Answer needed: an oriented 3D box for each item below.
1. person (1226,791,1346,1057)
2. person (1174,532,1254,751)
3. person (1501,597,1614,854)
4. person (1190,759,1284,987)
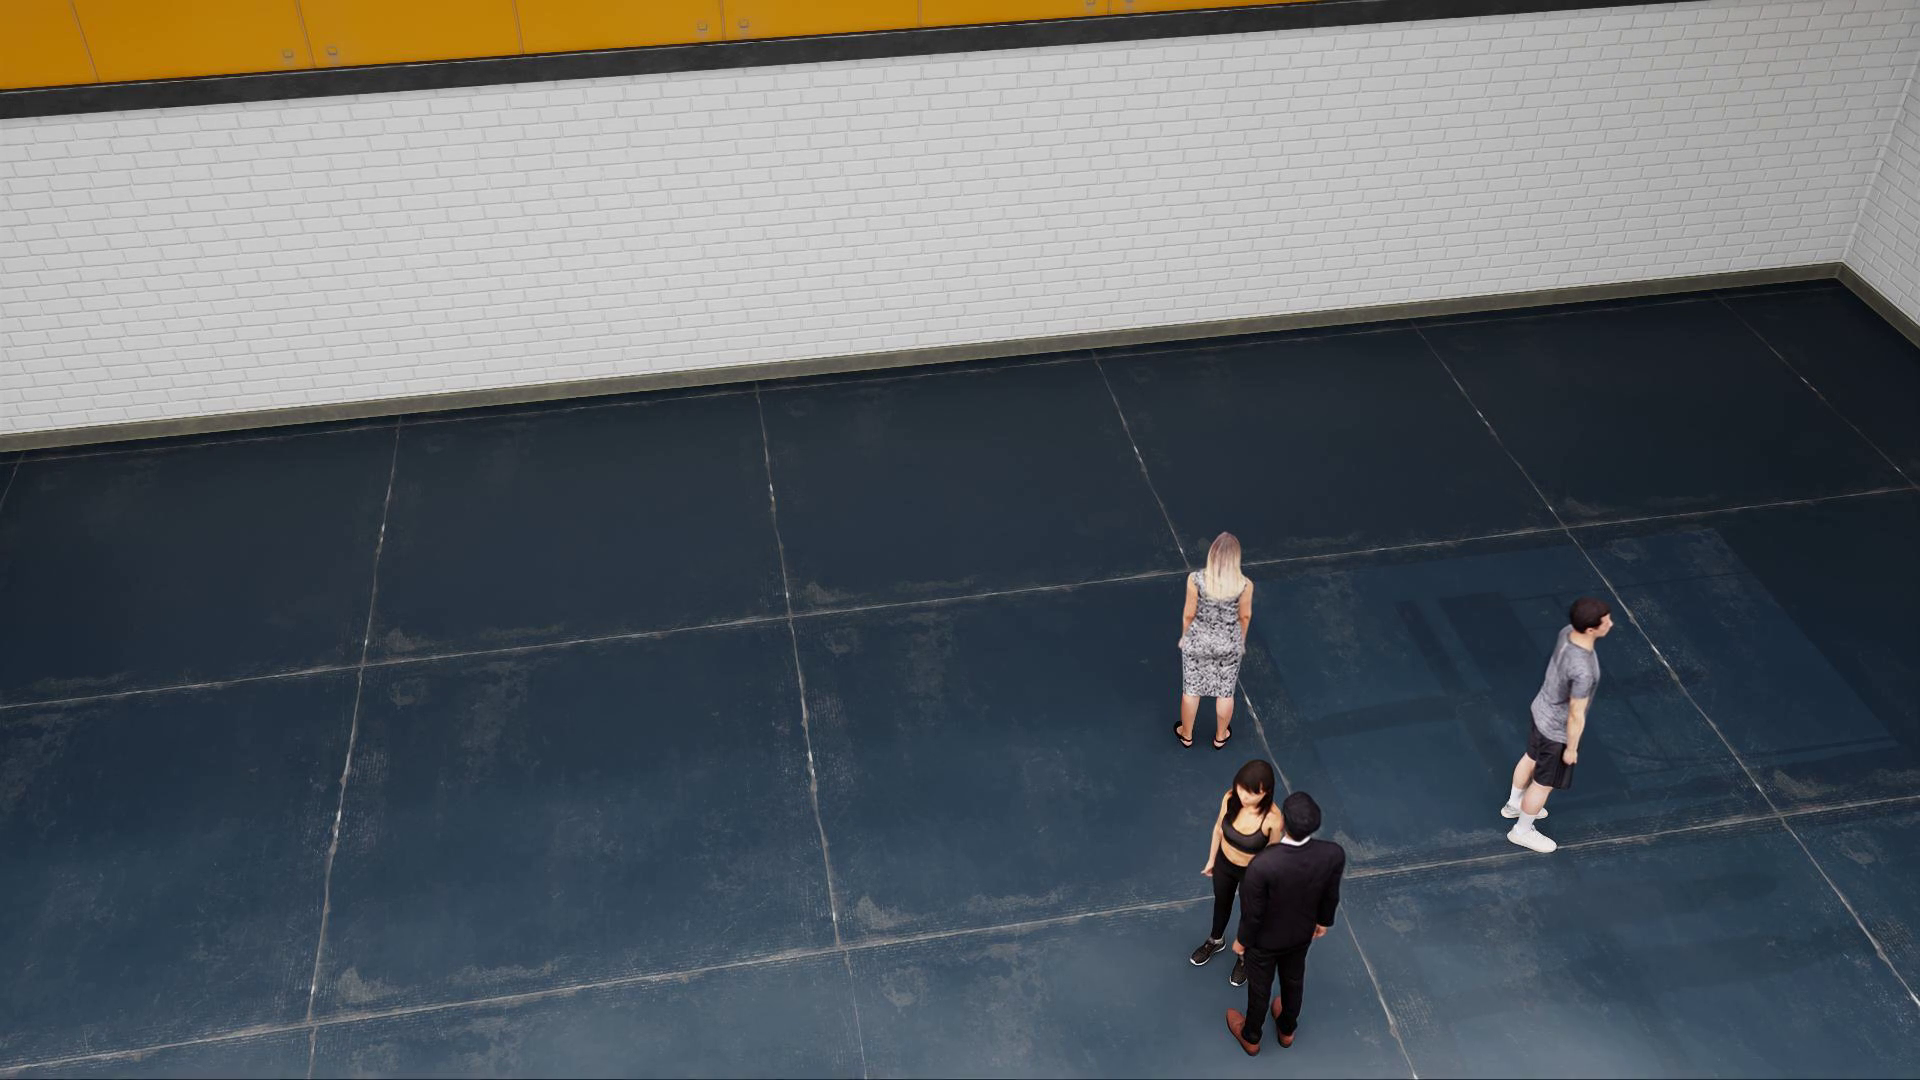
[{"bbox_3d":[1.679,2.023,8.696,0.720,1.882,0.570,-10,40,-12],"label":"person"},{"bbox_3d":[1.599,0.661,10.544,0.632,1.703,0.593,5,39,7],"label":"person"},{"bbox_3d":[3.549,1.065,9.904,0.774,1.871,0.581,4,39,5],"label":"person"},{"bbox_3d":[1.562,1.801,9.164,0.612,1.644,0.675,25,45,28],"label":"person"}]
